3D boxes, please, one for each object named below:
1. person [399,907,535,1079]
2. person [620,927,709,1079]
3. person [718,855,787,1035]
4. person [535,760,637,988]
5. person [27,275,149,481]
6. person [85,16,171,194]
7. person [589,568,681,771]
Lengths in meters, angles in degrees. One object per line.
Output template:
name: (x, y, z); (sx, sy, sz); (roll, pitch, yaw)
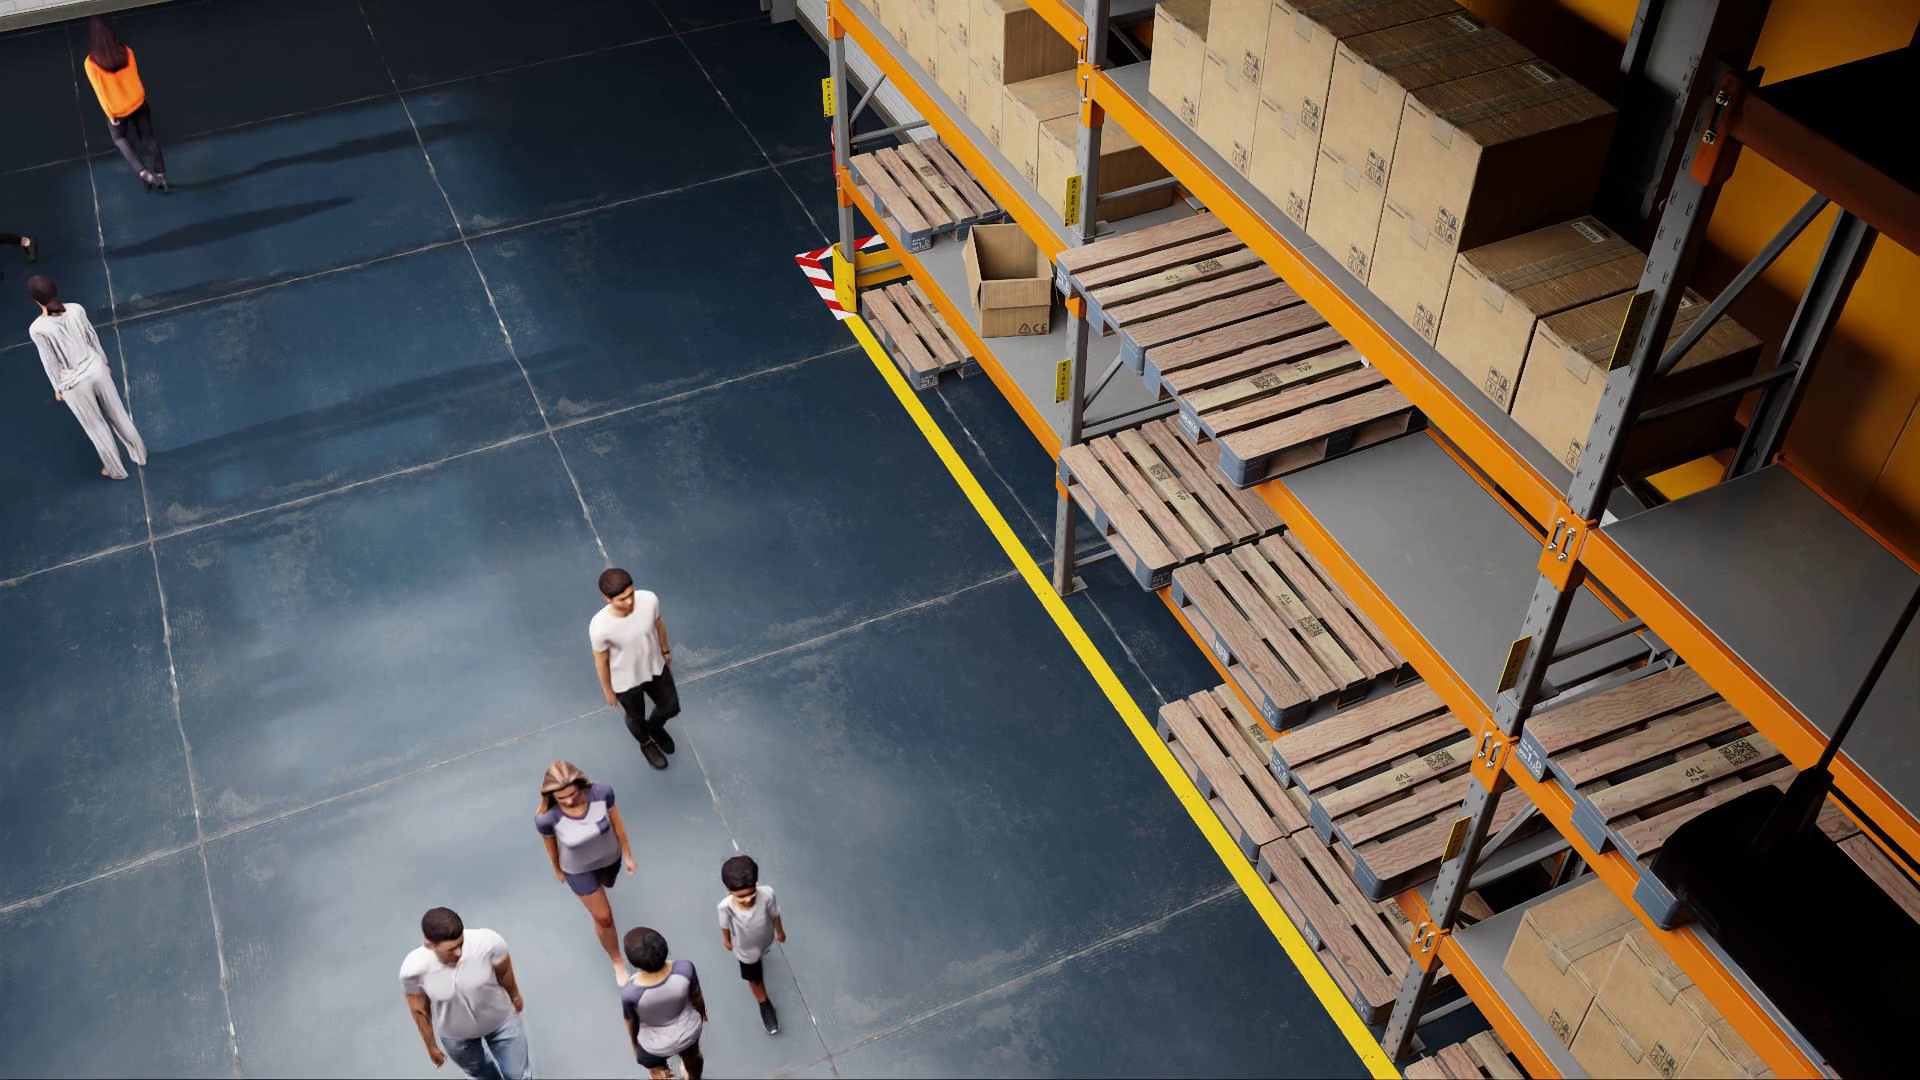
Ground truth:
person: (-2.483, 2.358, 8.483); (0.736, 1.843, 0.704); (-10, 44, -10)
person: (-1.474, 2.547, 8.499); (0.594, 1.547, 0.721); (-20, 47, -20)
person: (-1.155, 2.119, 9.170); (0.506, 1.241, 0.864); (-17, 46, -17)
person: (-2.081, 1.713, 9.272); (0.691, 1.688, 1.108); (-24, 49, -23)
person: (-6.462, -1.197, 12.265); (0.676, 1.773, 0.670); (26, 50, 25)
person: (-7.528, -3.911, 15.138); (0.733, 1.740, 0.714); (31, 51, 28)
person: (-2.028, 0.744, 10.270); (0.709, 1.714, 0.666); (-27, 50, -26)
